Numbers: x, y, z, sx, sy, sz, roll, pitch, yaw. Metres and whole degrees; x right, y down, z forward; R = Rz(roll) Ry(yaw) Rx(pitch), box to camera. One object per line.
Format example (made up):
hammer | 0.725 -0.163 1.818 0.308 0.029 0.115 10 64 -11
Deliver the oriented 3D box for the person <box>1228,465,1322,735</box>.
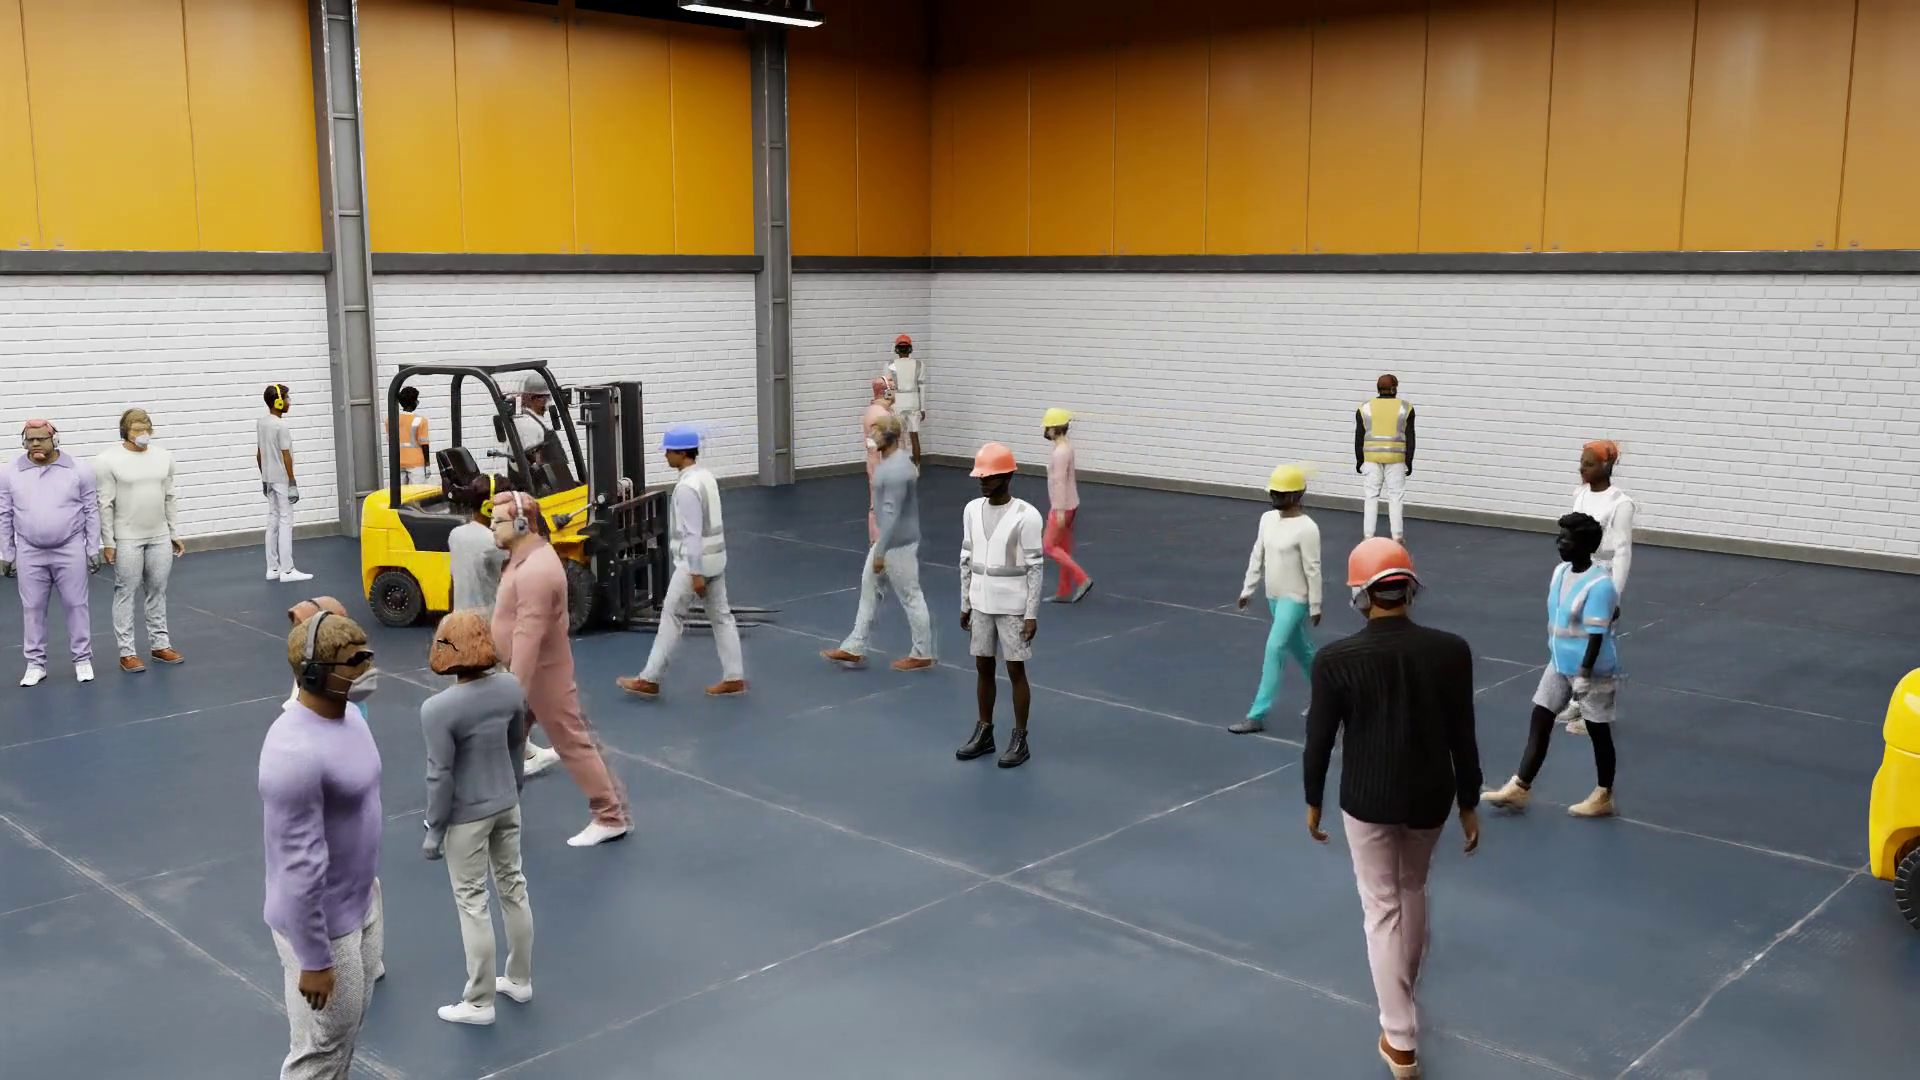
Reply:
person | 2.123 0.358 10.719 0.923 1.720 0.527 -4 10 -24

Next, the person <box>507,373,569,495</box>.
person | -3.777 -0.524 15.126 0.778 2.000 0.692 0 9 1

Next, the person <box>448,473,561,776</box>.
person | -2.569 0.526 9.357 0.939 1.818 0.501 -8 12 -41

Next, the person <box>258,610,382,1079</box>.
person | -1.913 1.166 5.074 0.369 1.938 0.630 -1 9 -7

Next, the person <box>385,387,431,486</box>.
person | -5.925 -0.805 17.923 0.532 1.691 0.318 3 10 16

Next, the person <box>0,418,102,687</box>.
person | -6.456 0.085 11.805 0.652 1.906 0.403 -4 10 -21

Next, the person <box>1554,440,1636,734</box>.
person | 4.017 0.302 10.557 0.369 1.876 0.594 -2 10 -13

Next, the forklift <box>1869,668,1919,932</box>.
forklift | 5.205 0.723 7.013 2.313 2.155 1.214 9 13 43

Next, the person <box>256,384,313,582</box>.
person | -6.433 -0.540 15.749 0.538 1.869 0.313 7 12 38

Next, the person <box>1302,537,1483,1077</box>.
person | 1.595 0.956 6.307 0.631 1.951 0.880 -1 9 -4

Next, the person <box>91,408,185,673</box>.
person | -6.045 -0.009 12.285 0.371 1.939 0.627 6 11 32

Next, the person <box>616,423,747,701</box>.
person | -1.906 0.152 11.373 0.936 1.902 0.624 1 9 9

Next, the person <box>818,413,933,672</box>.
person | -0.621 0.041 12.069 0.929 1.901 0.661 -1 9 -9

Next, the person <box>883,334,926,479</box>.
person | -0.780 -1.861 23.344 0.605 2.034 0.389 -2 9 -11

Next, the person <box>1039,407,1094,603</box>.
person | 0.899 -0.284 14.550 0.438 1.756 0.534 2 9 12

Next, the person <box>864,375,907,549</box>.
person | -0.728 -0.660 16.365 0.409 1.909 0.651 -2 9 -12

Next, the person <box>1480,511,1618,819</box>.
person | 3.178 0.682 8.844 0.793 1.660 0.557 -2 9 -11

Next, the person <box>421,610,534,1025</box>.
person | -1.899 1.081 6.527 0.286 1.634 0.500 5 11 30

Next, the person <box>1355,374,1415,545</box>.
person | 4.522 -0.846 17.720 0.624 1.840 0.430 3 10 19

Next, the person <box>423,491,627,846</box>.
person | -2.191 0.670 8.411 1.024 1.846 0.650 -3 10 -19

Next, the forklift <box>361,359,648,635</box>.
forklift | -3.850 -0.407 13.936 2.313 2.155 1.214 2 9 11

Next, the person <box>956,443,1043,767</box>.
person | 0.219 0.385 9.867 0.550 1.935 0.376 7 11 35

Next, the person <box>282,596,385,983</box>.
person | -2.563 1.032 6.815 0.310 1.639 0.513 -9 13 -42
